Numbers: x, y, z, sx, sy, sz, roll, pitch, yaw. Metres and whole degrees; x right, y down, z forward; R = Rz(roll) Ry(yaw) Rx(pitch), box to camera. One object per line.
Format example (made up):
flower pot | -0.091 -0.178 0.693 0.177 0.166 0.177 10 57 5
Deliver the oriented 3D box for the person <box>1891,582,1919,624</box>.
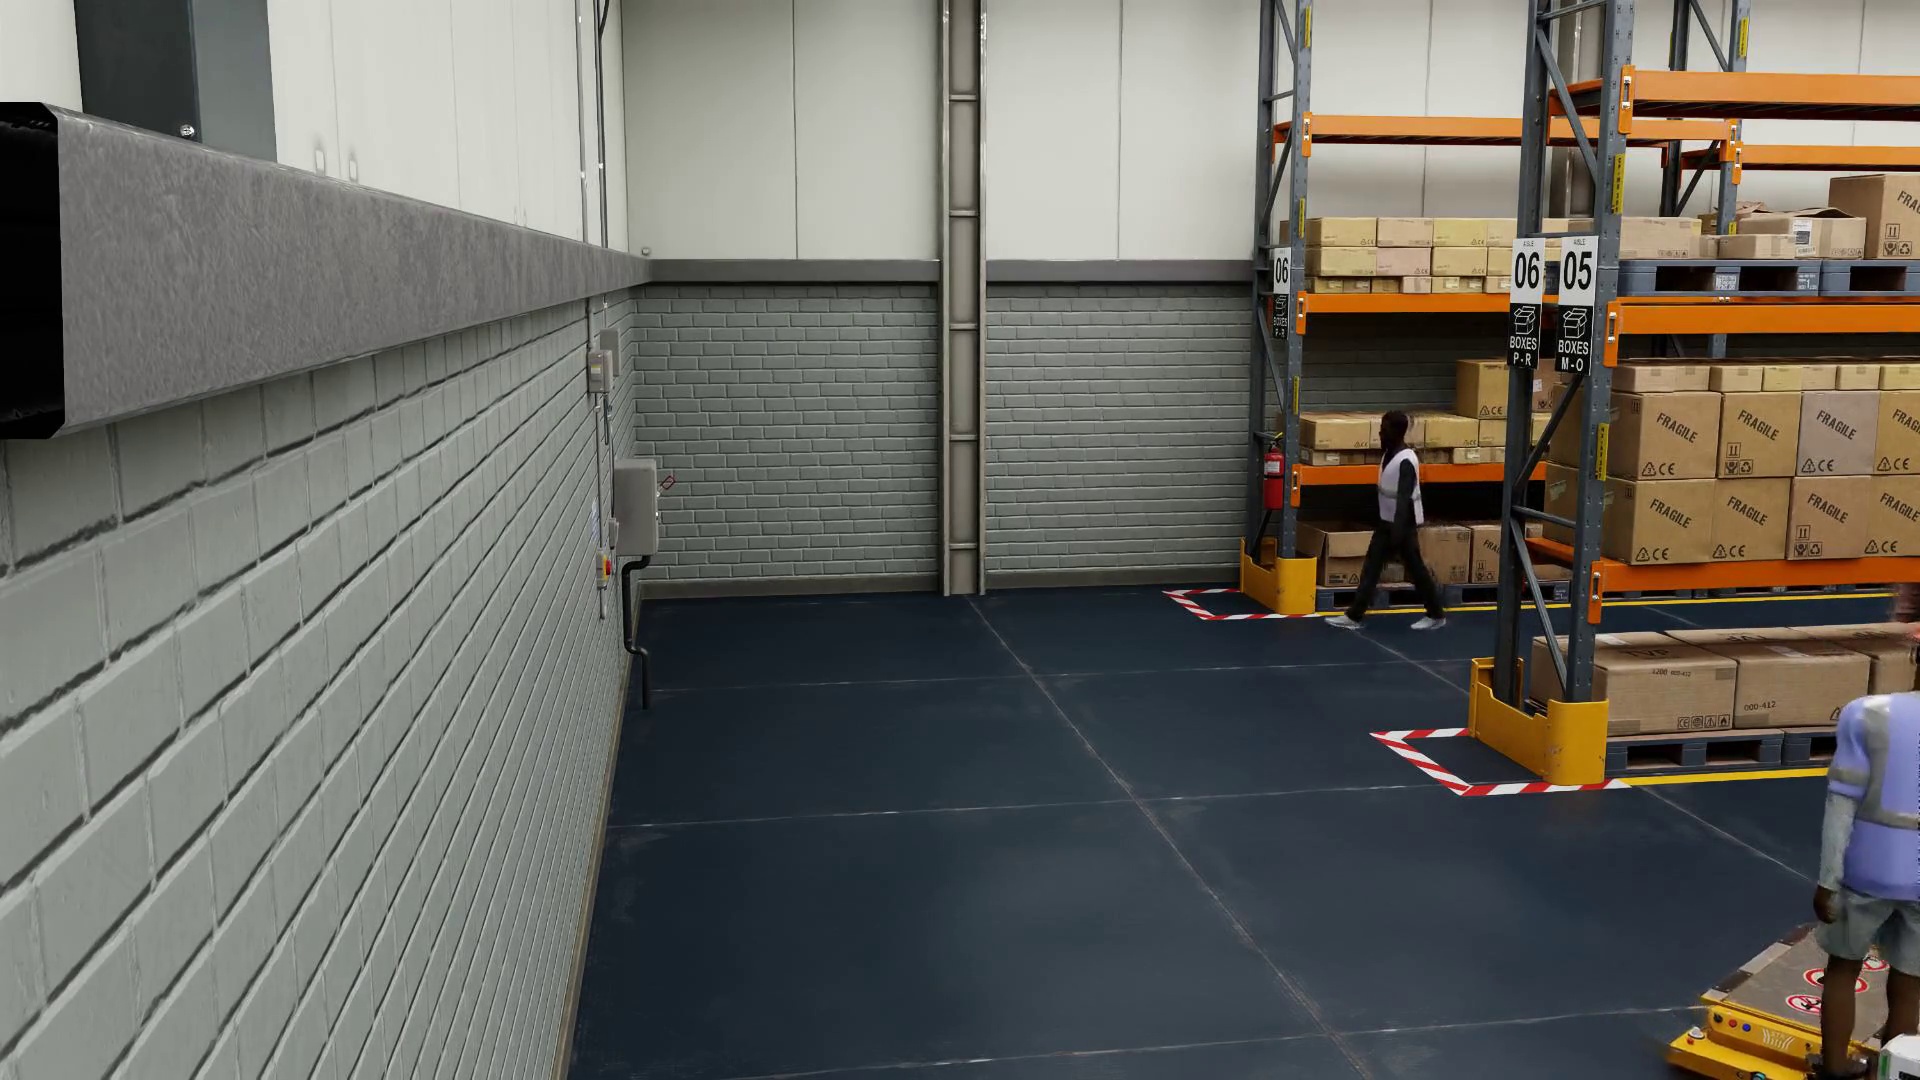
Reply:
person | 7.075 0.193 11.878 0.958 1.860 0.643 -2 9 -12

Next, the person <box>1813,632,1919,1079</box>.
person | 3.289 1.167 5.767 0.572 1.891 0.489 3 10 21

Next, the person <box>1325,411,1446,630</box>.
person | 3.648 -0.148 13.960 1.033 1.868 0.606 -1 9 -5

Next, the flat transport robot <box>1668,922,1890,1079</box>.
flat transport robot | 3.416 1.849 6.537 1.431 0.197 0.652 -9 13 -43

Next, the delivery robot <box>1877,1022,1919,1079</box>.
delivery robot | 3.450 1.788 5.746 0.707 0.478 0.477 -9 13 -44
